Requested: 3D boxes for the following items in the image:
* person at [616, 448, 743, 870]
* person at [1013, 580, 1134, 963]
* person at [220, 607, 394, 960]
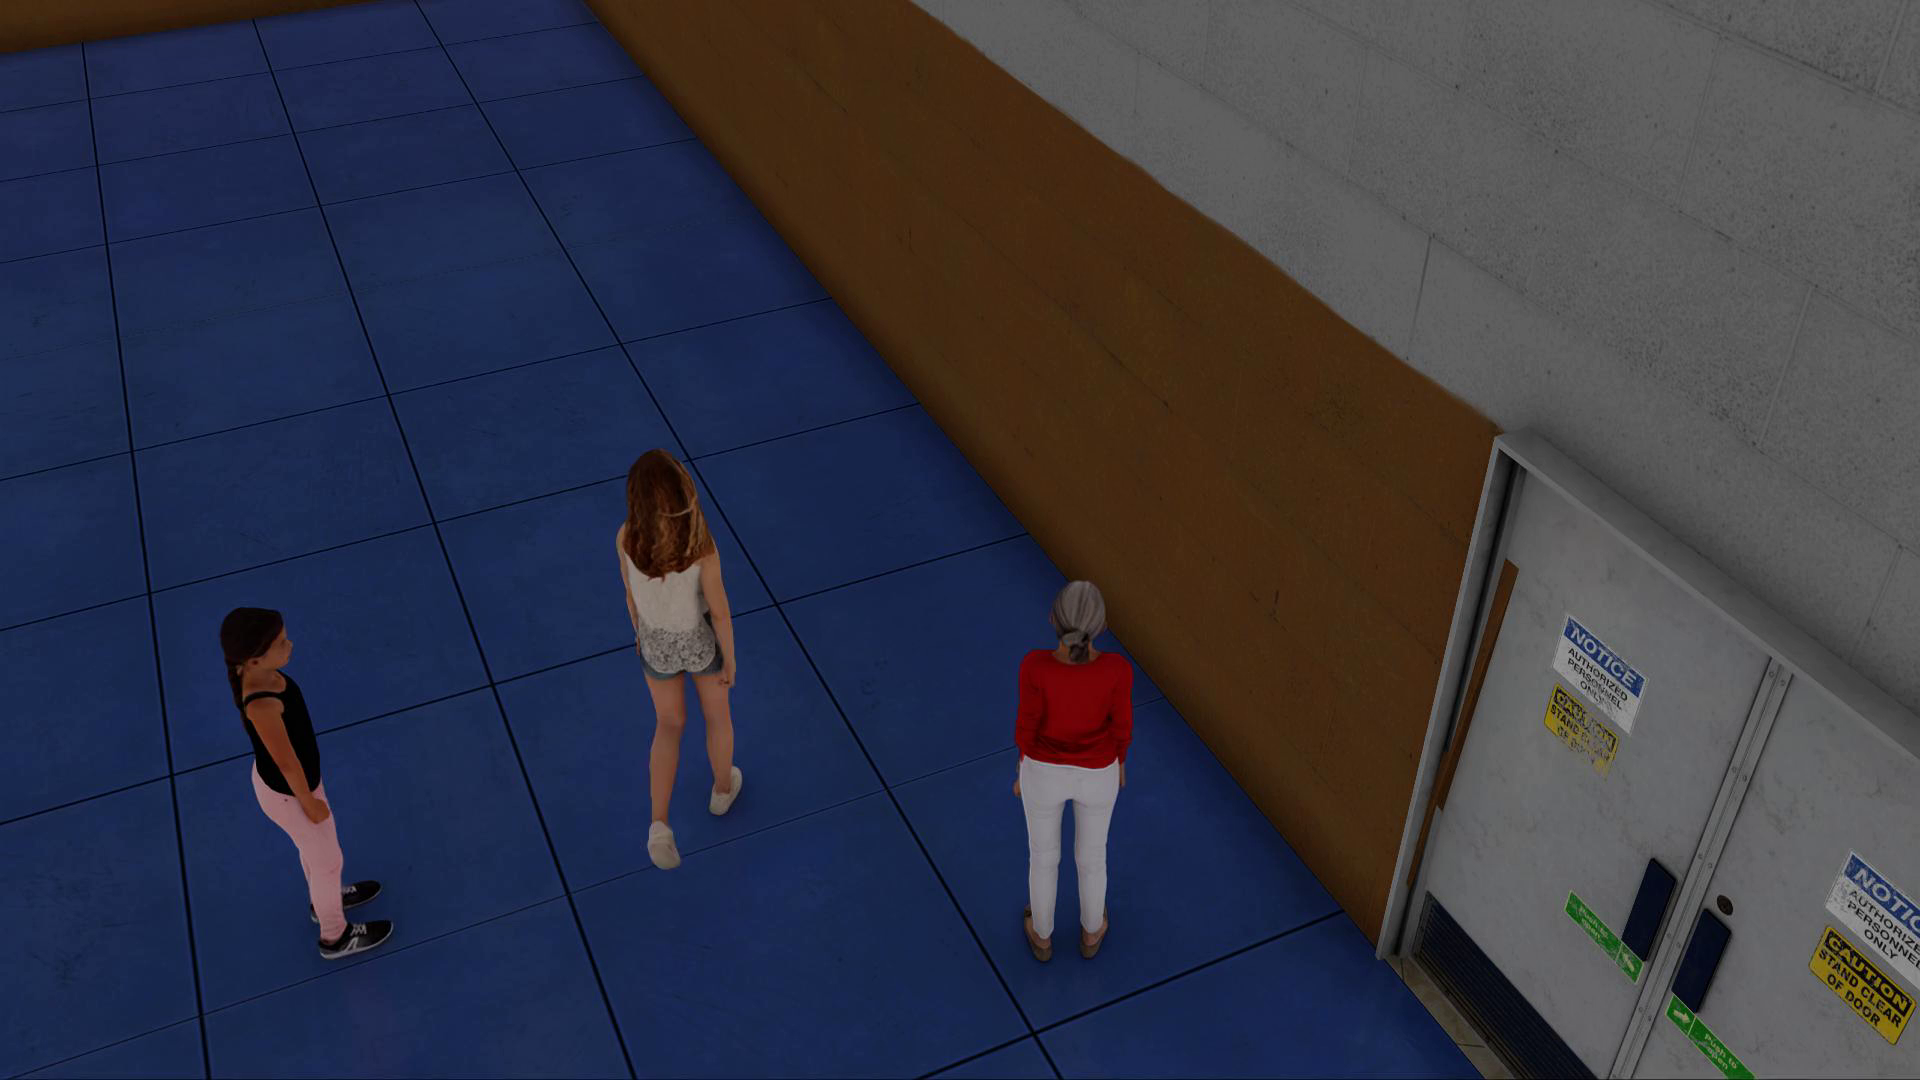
[{"bbox_3d":[-1.061,0.487,6.127,0.984,1.735,0.954,7,37,9],"label":"person"},{"bbox_3d":[0.378,0.815,5.725,0.596,1.694,0.697,0,37,-1],"label":"person"},{"bbox_3d":[-2.322,0.851,5.787,0.529,1.560,0.534,-19,41,-23],"label":"person"}]
